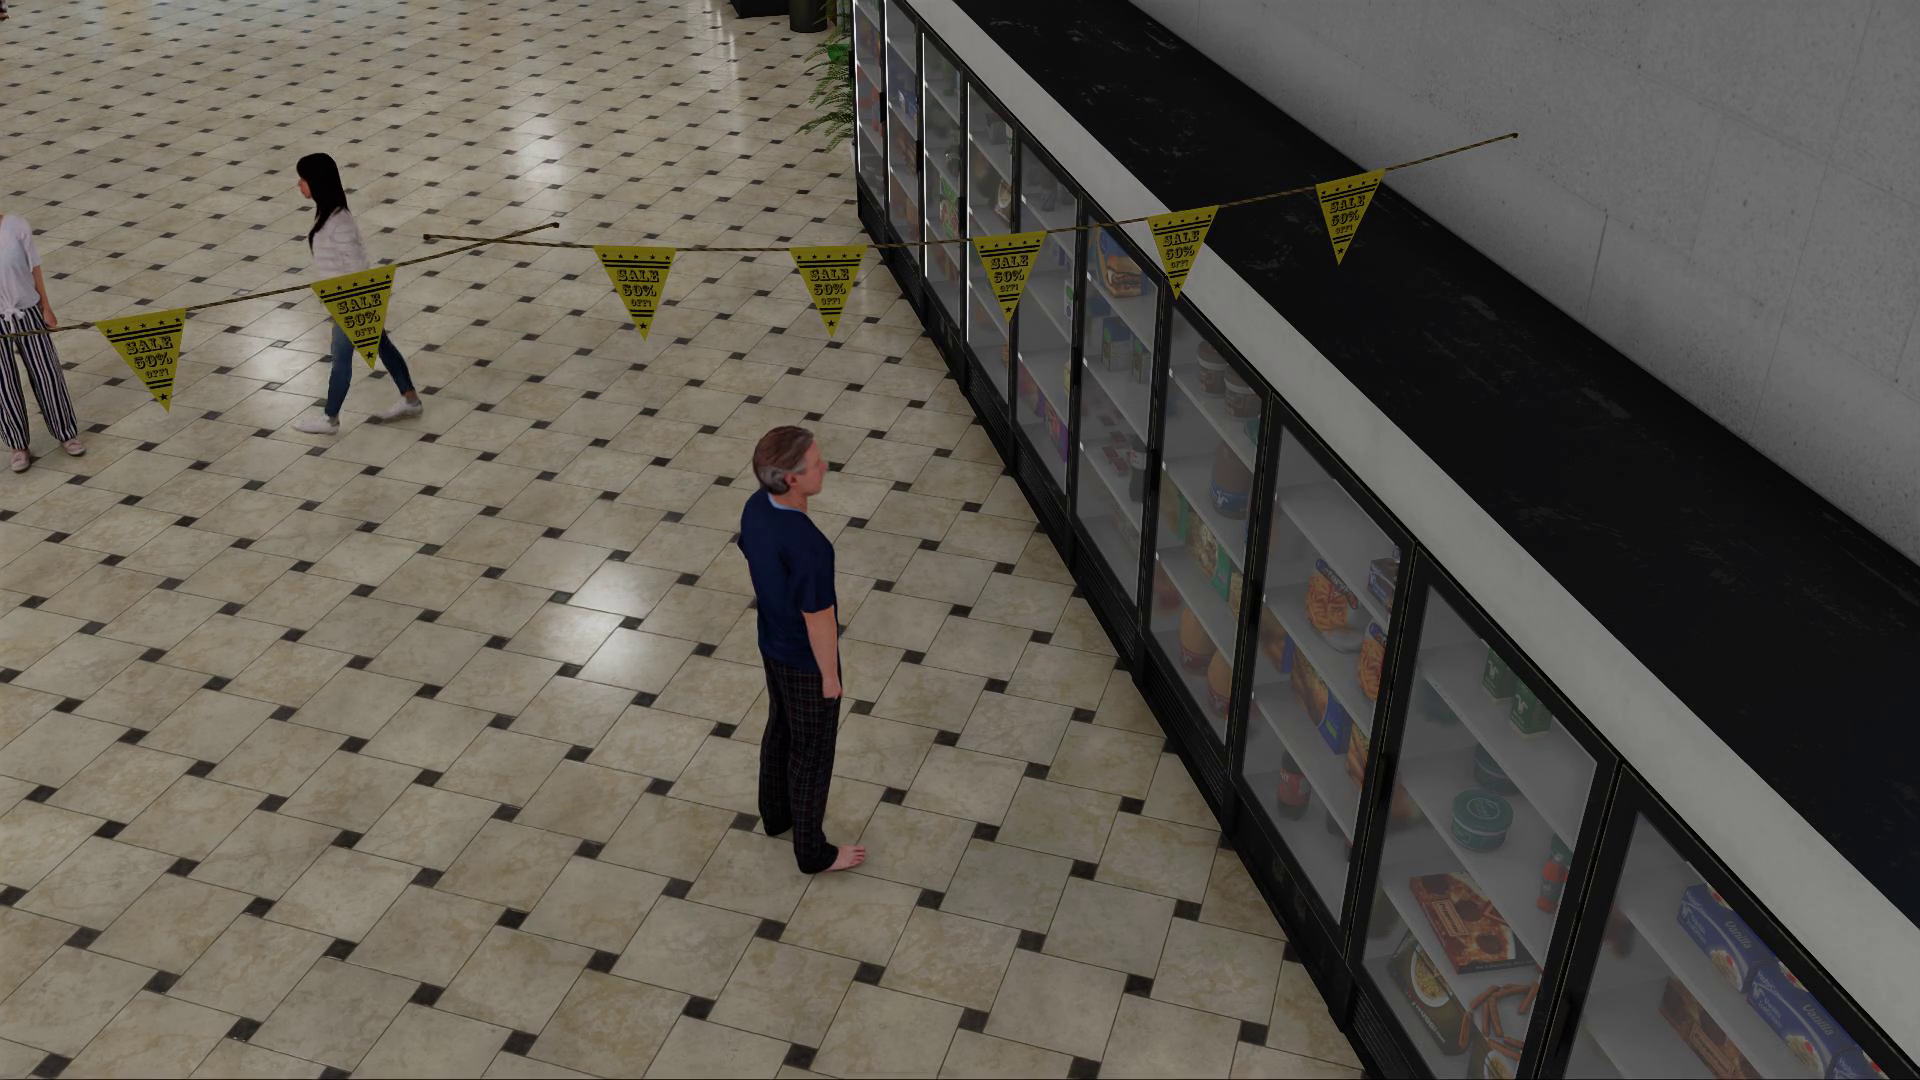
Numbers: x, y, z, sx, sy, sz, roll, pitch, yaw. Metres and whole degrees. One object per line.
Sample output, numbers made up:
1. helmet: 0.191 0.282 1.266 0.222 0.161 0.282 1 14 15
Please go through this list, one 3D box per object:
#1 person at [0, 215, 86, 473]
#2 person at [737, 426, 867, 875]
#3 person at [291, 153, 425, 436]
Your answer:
1. person: -5.166 -1.204 8.993 0.681 1.680 0.821 -21 37 -29
2. person: -0.605 0.416 6.209 0.648 1.870 0.720 -18 36 -27
3. person: -3.323 -1.372 9.334 1.000 1.606 0.735 -13 34 -20
